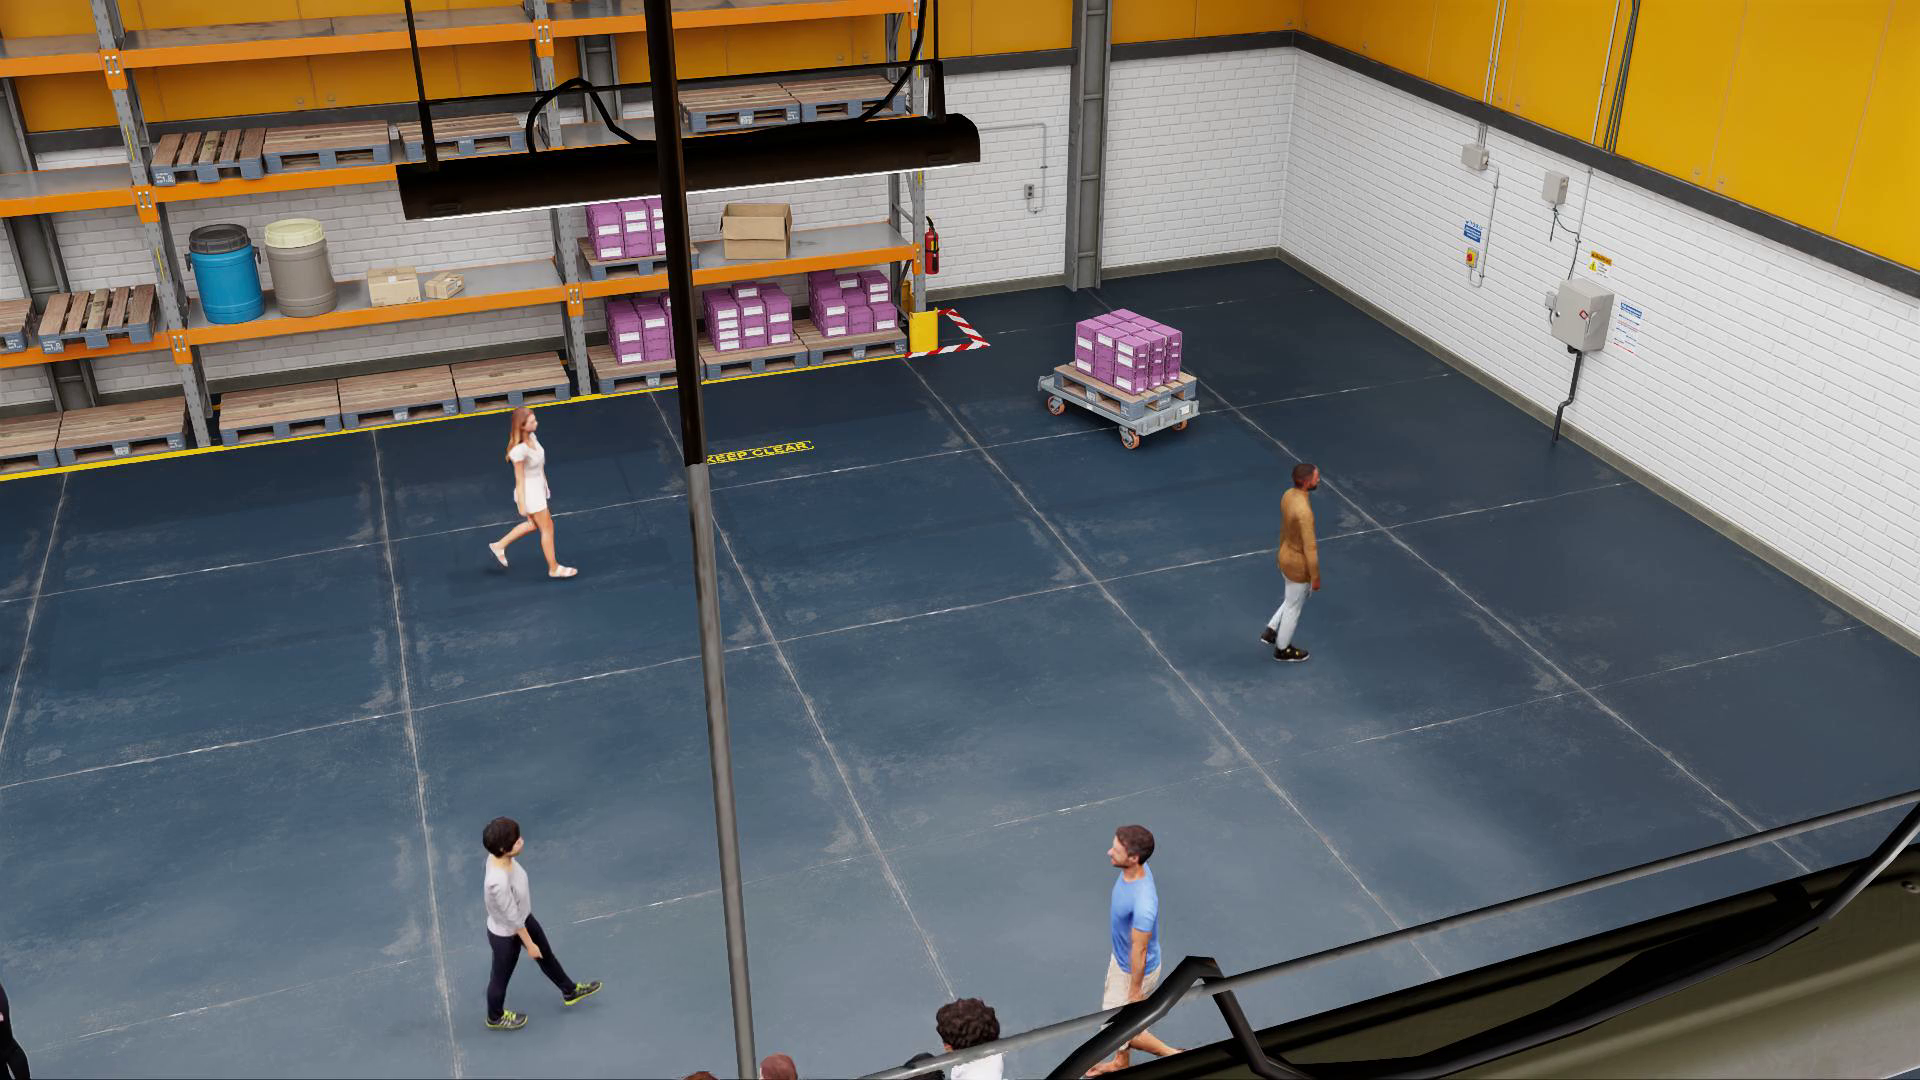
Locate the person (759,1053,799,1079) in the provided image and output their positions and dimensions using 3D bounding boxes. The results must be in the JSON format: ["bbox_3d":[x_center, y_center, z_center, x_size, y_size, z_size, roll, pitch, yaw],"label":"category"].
[{"bbox_3d":[-0.880,3.157,8.848,0.759,1.076,0.503,-12,31,-21],"label":"person"}]

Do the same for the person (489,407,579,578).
[{"bbox_3d":[-3.886,-0.412,14.770,1.093,1.670,0.819,1,29,2],"label":"person"}]

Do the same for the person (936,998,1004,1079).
[{"bbox_3d":[0.167,3.009,8.369,0.867,1.793,0.822,2,29,3],"label":"person"}]

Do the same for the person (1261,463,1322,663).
[{"bbox_3d":[2.649,0.207,13.491,0.723,1.808,0.728,-2,29,-4],"label":"person"}]

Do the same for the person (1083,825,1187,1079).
[{"bbox_3d":[1.059,2.390,9.439,0.918,1.855,0.798,-1,29,-2],"label":"person"}]

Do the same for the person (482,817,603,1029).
[{"bbox_3d":[-2.762,2.317,9.915,0.974,1.527,0.678,-5,29,-9],"label":"person"}]
